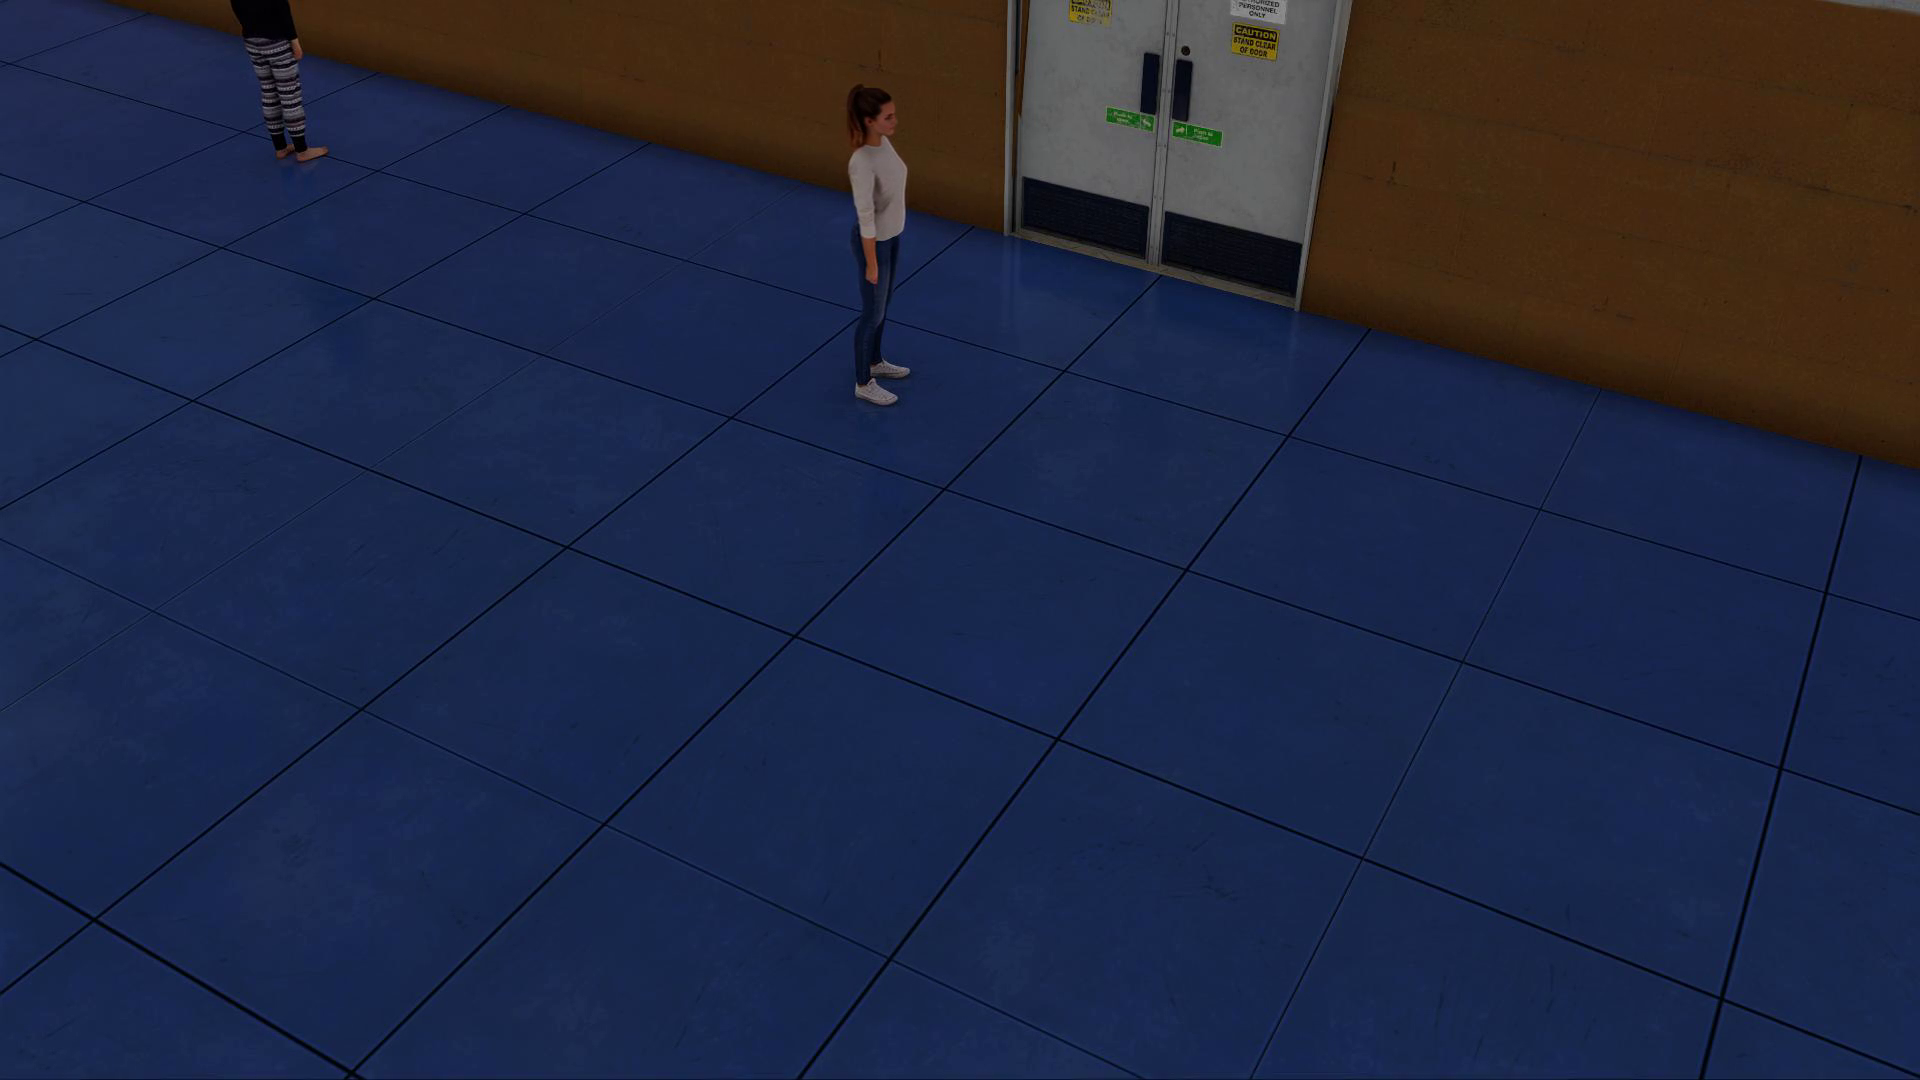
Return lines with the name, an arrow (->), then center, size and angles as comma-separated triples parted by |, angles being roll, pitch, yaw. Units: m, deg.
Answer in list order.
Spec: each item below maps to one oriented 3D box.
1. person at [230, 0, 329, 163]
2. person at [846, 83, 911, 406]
person -> -4.660, -3.401, 11.179 | 0.621, 1.734, 0.530 | 16, 40, 20
person -> -0.442, -1.548, 8.722 | 0.729, 1.719, 0.558 | 8, 38, 10
